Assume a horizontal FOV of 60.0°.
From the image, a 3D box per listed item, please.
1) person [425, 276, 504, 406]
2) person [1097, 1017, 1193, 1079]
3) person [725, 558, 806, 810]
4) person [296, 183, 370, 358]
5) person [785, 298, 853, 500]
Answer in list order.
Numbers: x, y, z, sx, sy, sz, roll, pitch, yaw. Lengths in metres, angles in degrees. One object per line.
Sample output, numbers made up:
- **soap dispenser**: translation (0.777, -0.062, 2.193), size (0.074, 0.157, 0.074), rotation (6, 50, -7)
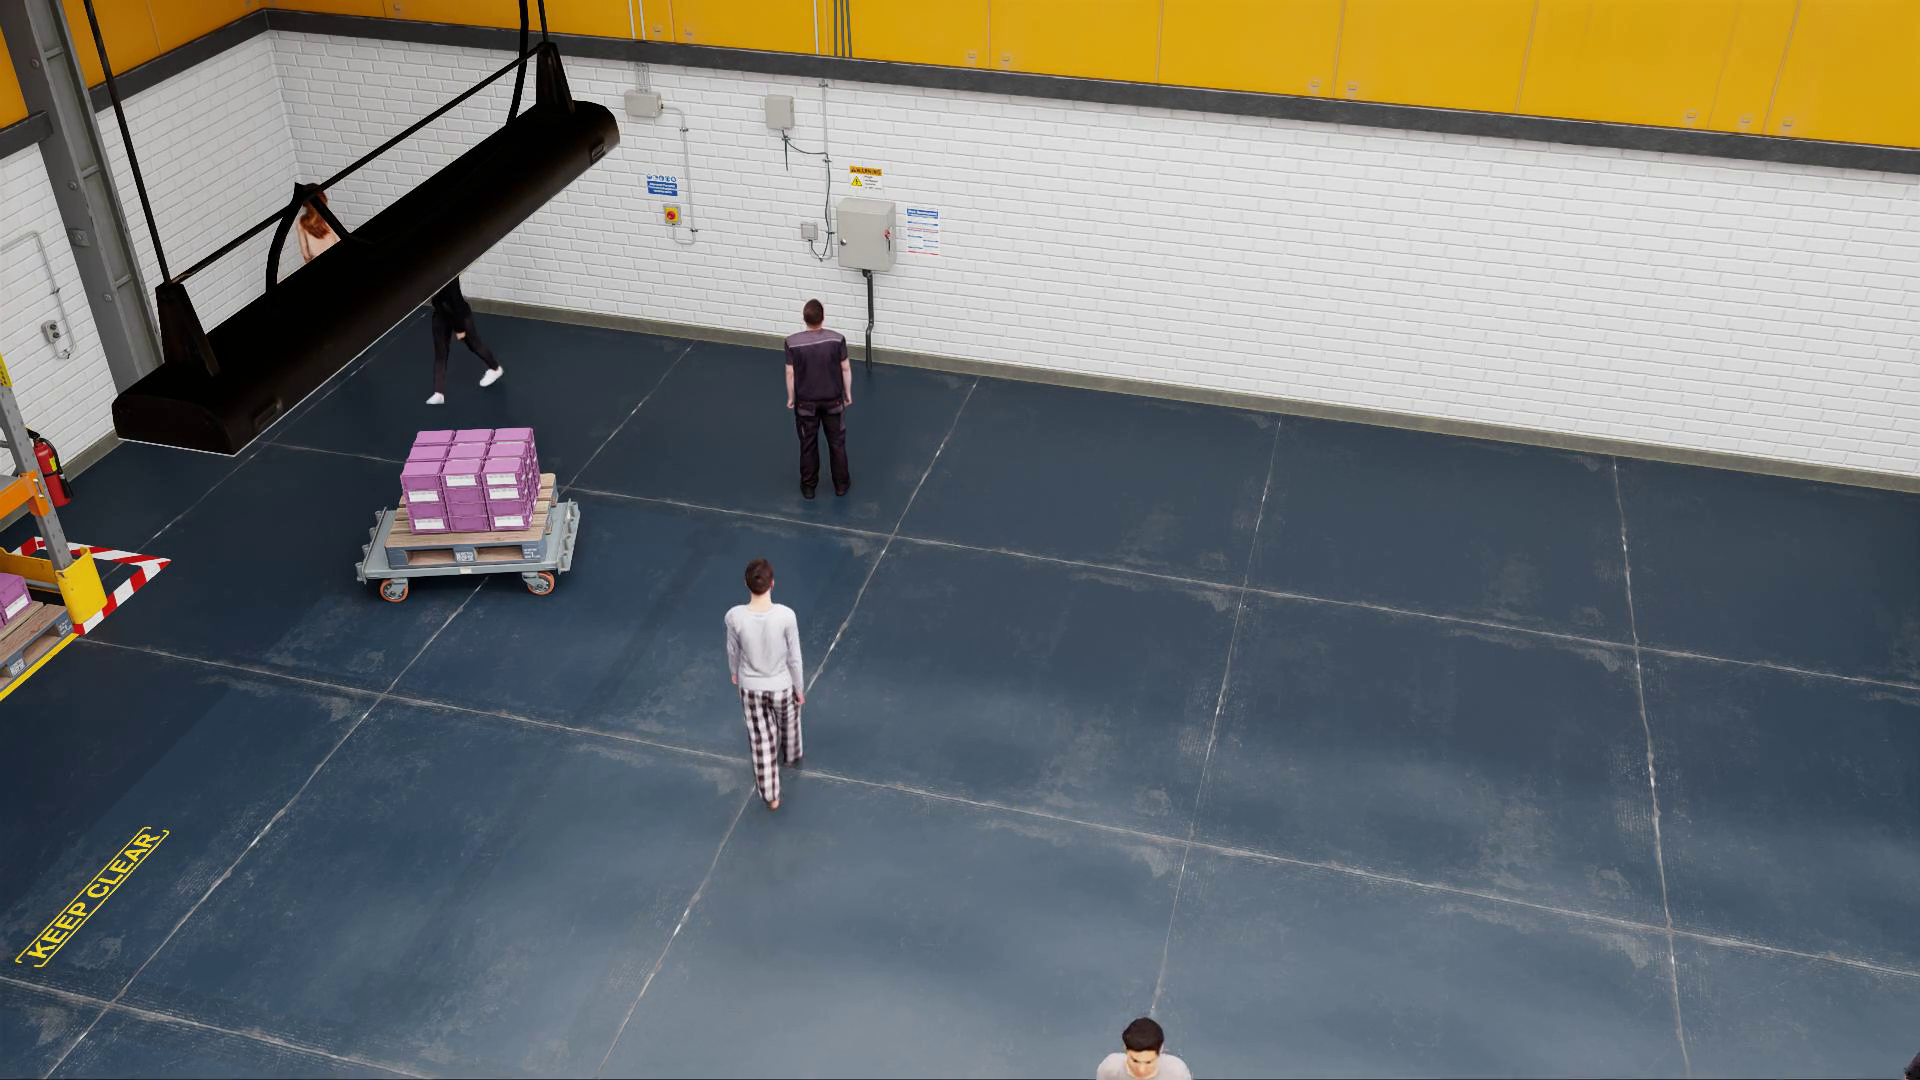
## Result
- **person**: translation (-4.683, -2.106, 15.643), size (0.878, 1.638, 1.240), rotation (23, 40, 30)
- **person**: translation (0.891, 2.859, 8.137), size (0.804, 1.679, 1.179), rotation (0, 34, 0)
- **person**: translation (-1.257, 0.994, 10.811), size (0.813, 1.825, 1.025), rotation (0, 34, 0)
- **person**: translation (-6.176, -2.624, 16.288), size (0.652, 1.789, 0.630), rotation (-2, 34, -4)
- **person**: translation (-1.191, -1.195, 14.085), size (0.784, 1.846, 0.736), rotation (-4, 34, -5)
